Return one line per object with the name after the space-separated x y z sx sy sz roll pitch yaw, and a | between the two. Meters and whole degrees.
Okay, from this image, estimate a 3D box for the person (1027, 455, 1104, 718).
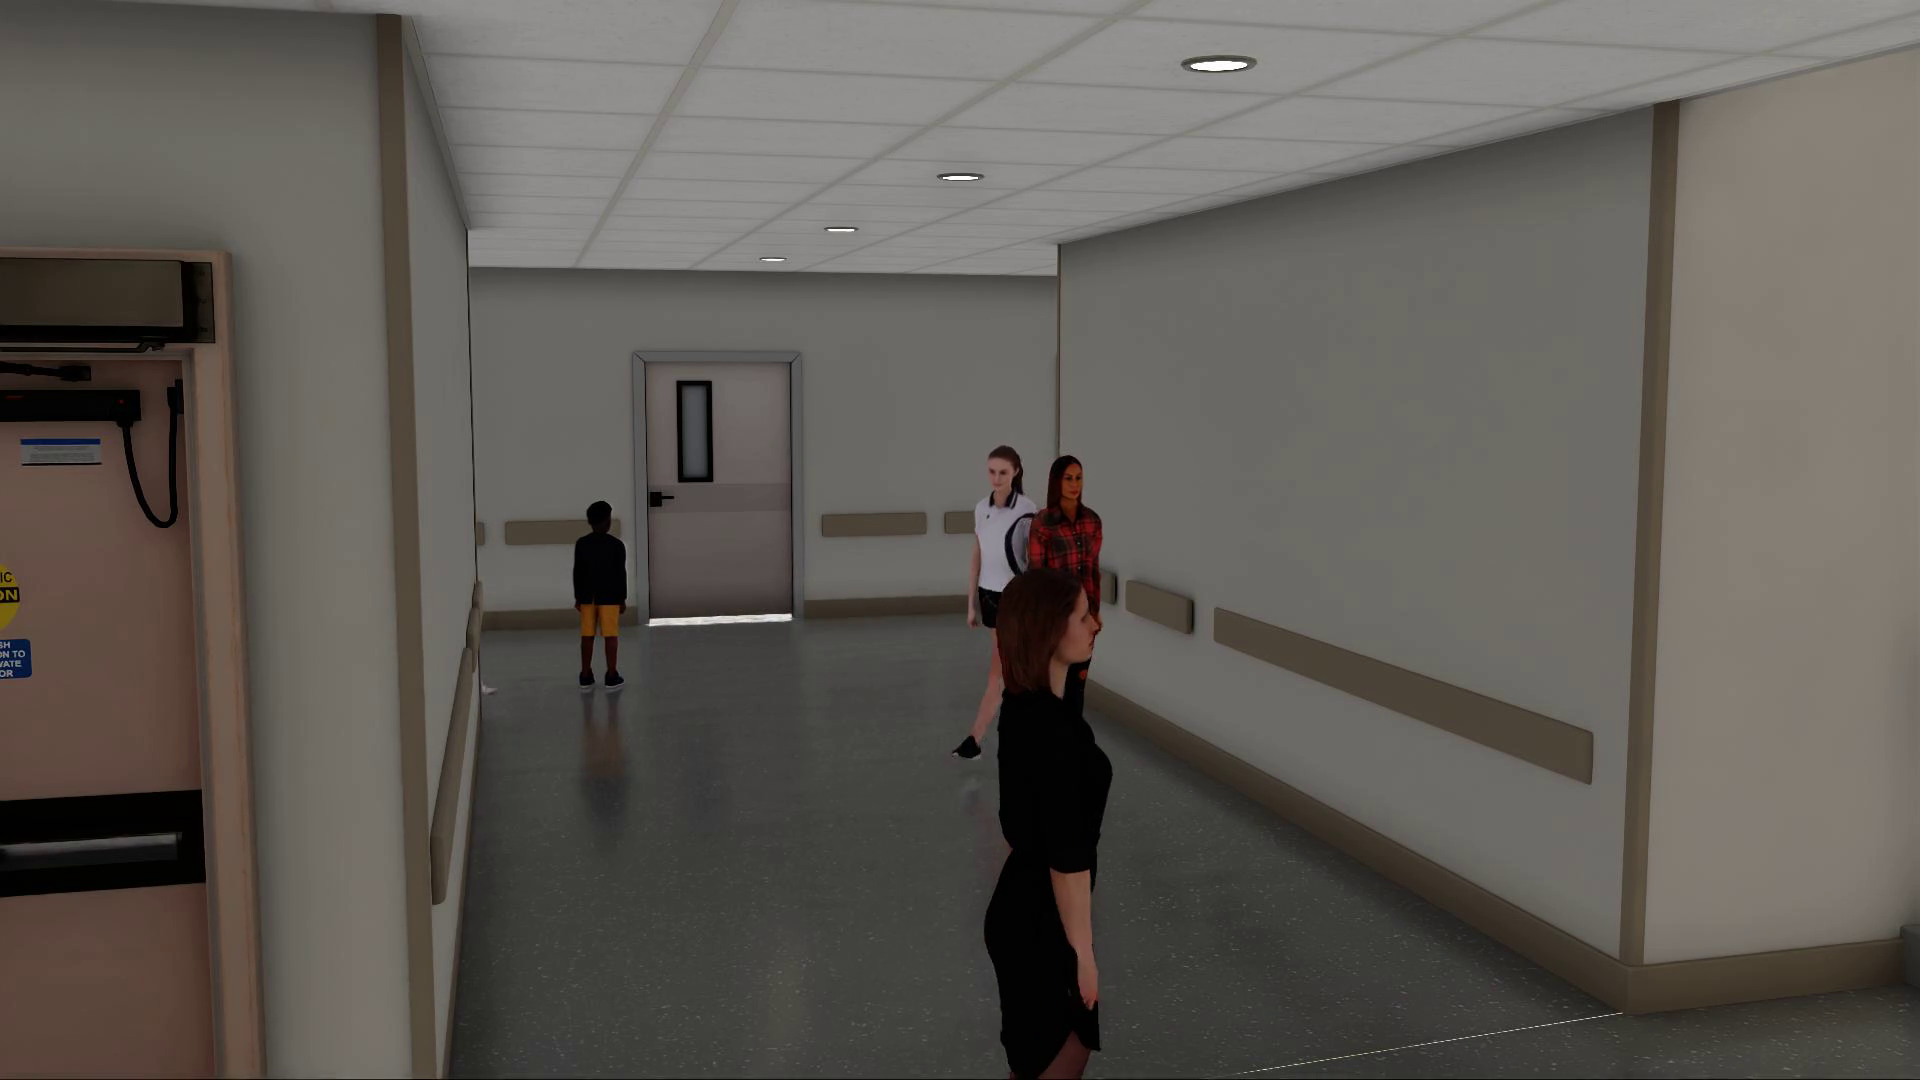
0.552 0.401 8.766 0.585 1.702 0.735 -3 7 -31 | person

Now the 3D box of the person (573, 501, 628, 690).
-2.451 0.366 11.290 0.538 1.267 0.632 0 6 1 | person

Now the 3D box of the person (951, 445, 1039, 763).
0.316 0.365 9.161 1.008 1.696 1.195 5 7 38 | person

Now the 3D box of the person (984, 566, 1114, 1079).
0.173 0.903 3.736 0.526 1.712 0.600 -1 6 -12 | person
